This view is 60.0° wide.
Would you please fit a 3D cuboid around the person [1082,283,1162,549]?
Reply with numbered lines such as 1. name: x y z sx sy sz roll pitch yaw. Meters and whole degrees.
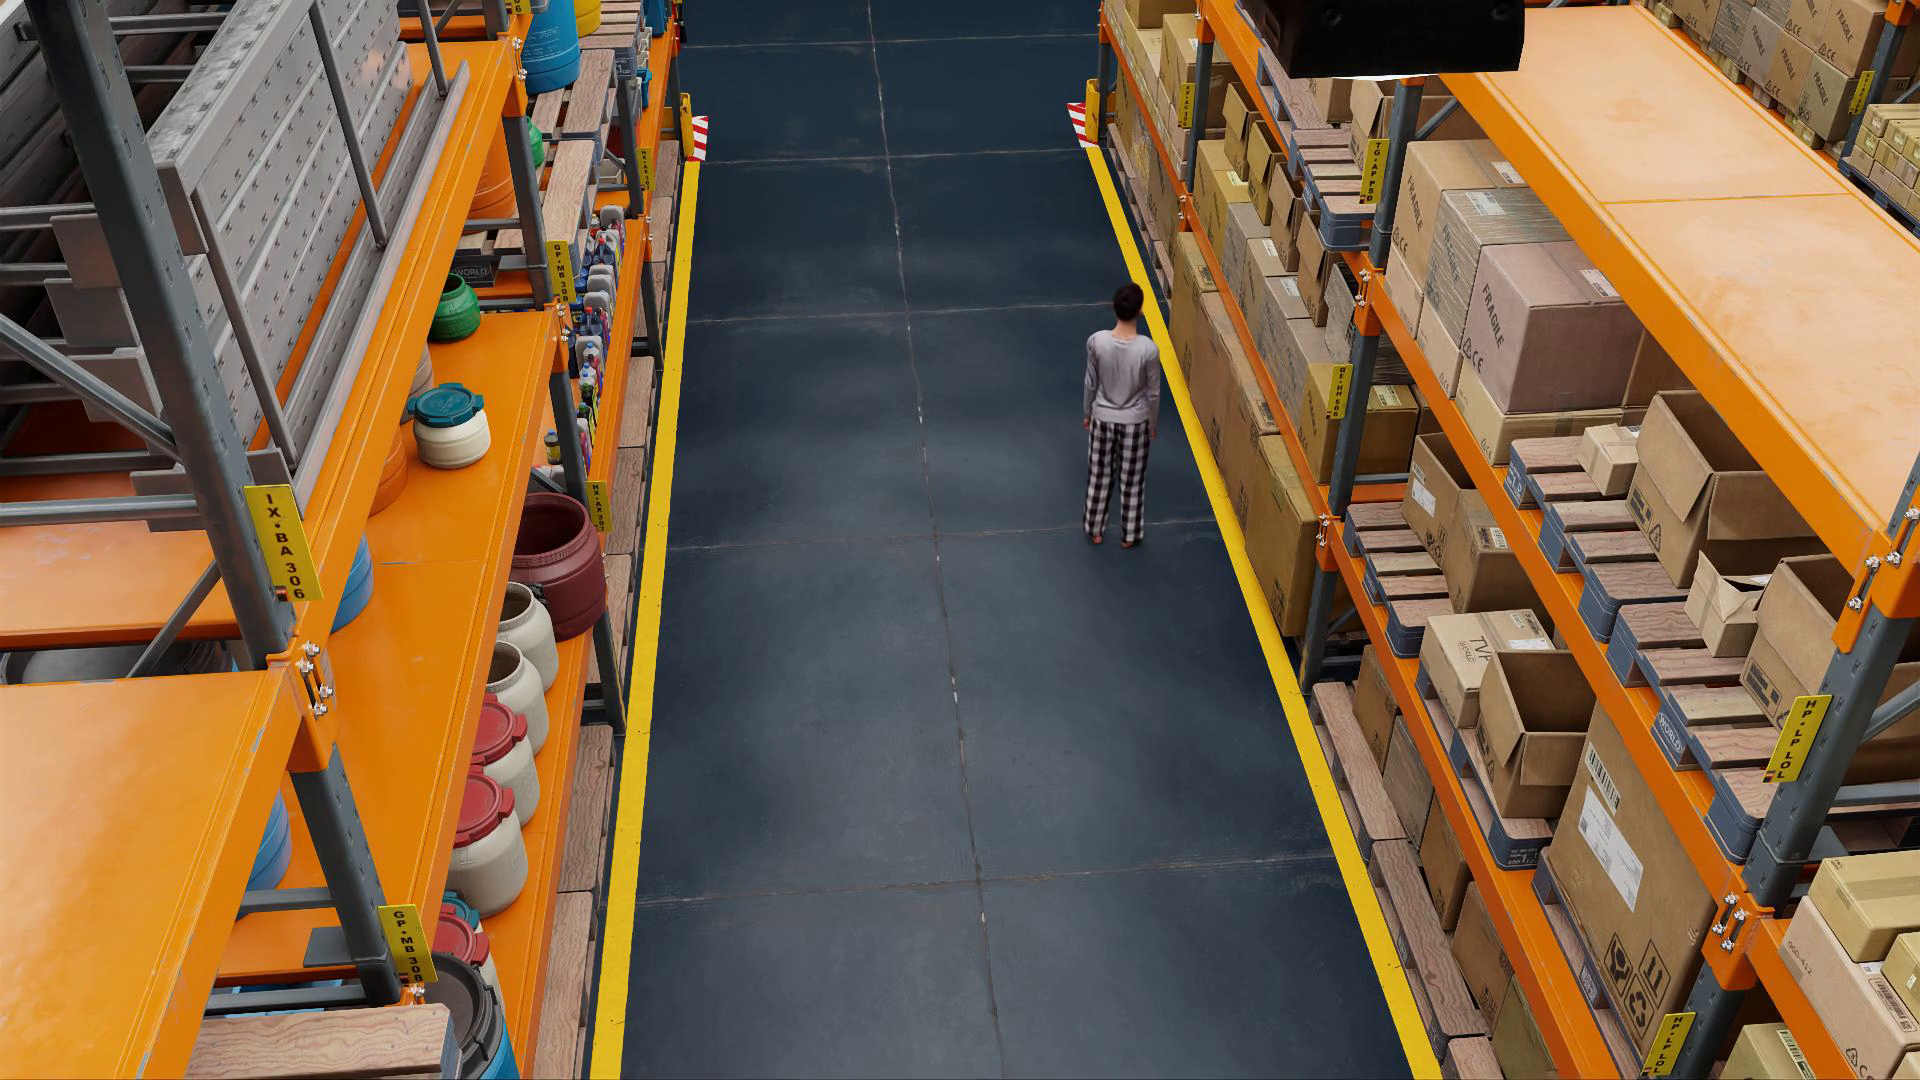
1. person: 1.010 -0.761 10.491 0.703 1.847 0.672 10 38 13
